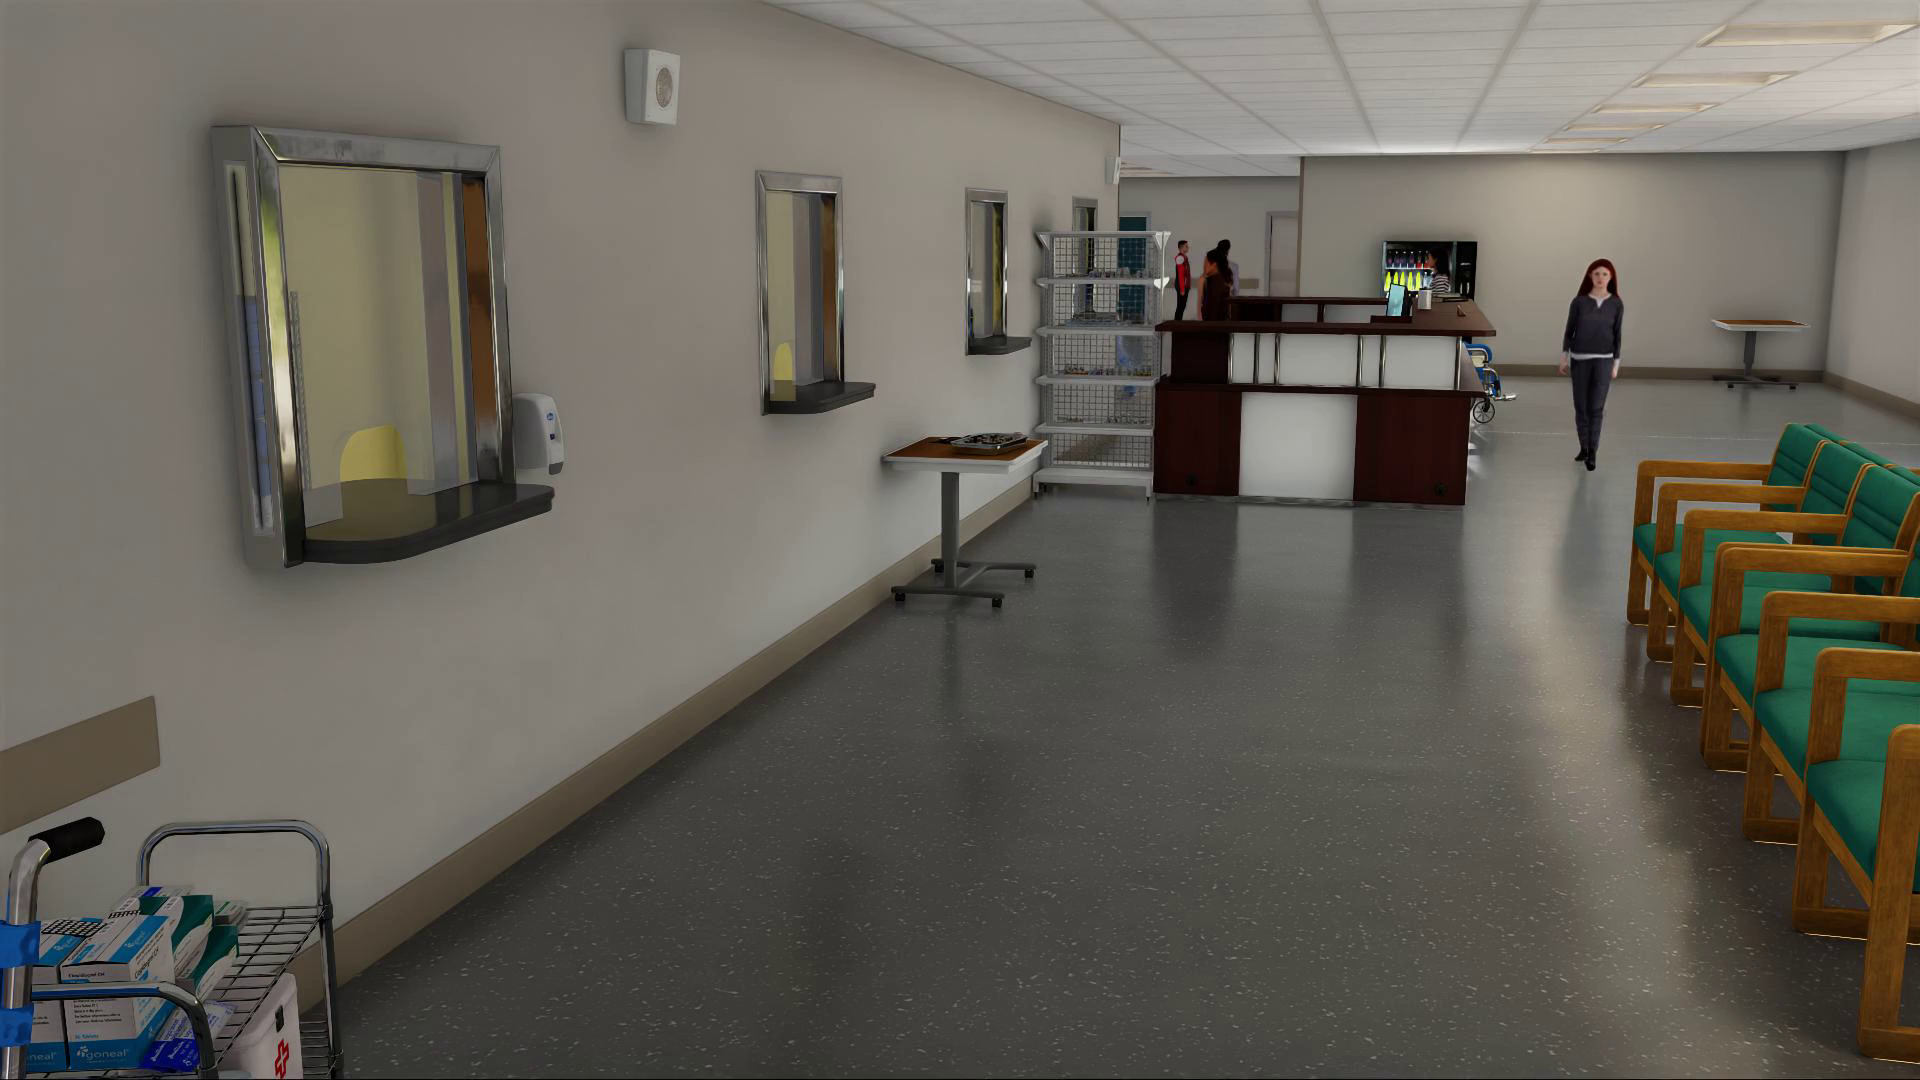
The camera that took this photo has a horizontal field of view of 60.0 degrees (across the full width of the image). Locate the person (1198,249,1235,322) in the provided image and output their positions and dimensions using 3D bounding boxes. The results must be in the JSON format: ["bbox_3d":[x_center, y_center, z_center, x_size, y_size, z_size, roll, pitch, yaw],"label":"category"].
[{"bbox_3d":[3.092,-2.652,20.236,0.633,1.770,0.752,-2,11,-13],"label":"person"}]

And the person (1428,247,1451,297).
[{"bbox_3d":[5.550,-2.498,19.317,0.522,1.794,0.607,4,11,18],"label":"person"}]

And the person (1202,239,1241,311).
[{"bbox_3d":[3.681,-3.343,23.703,0.765,1.836,0.819,5,12,24],"label":"person"}]

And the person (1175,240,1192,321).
[{"bbox_3d":[4.247,-4.838,31.795,0.536,1.757,0.633,3,11,16],"label":"person"}]

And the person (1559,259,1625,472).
[{"bbox_3d":[5.305,-1.442,13.991,1.171,1.721,0.843,6,12,27],"label":"person"}]

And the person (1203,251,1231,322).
[{"bbox_3d":[2.901,-2.258,18.175,0.724,1.765,0.746,-1,11,-4],"label":"person"}]
